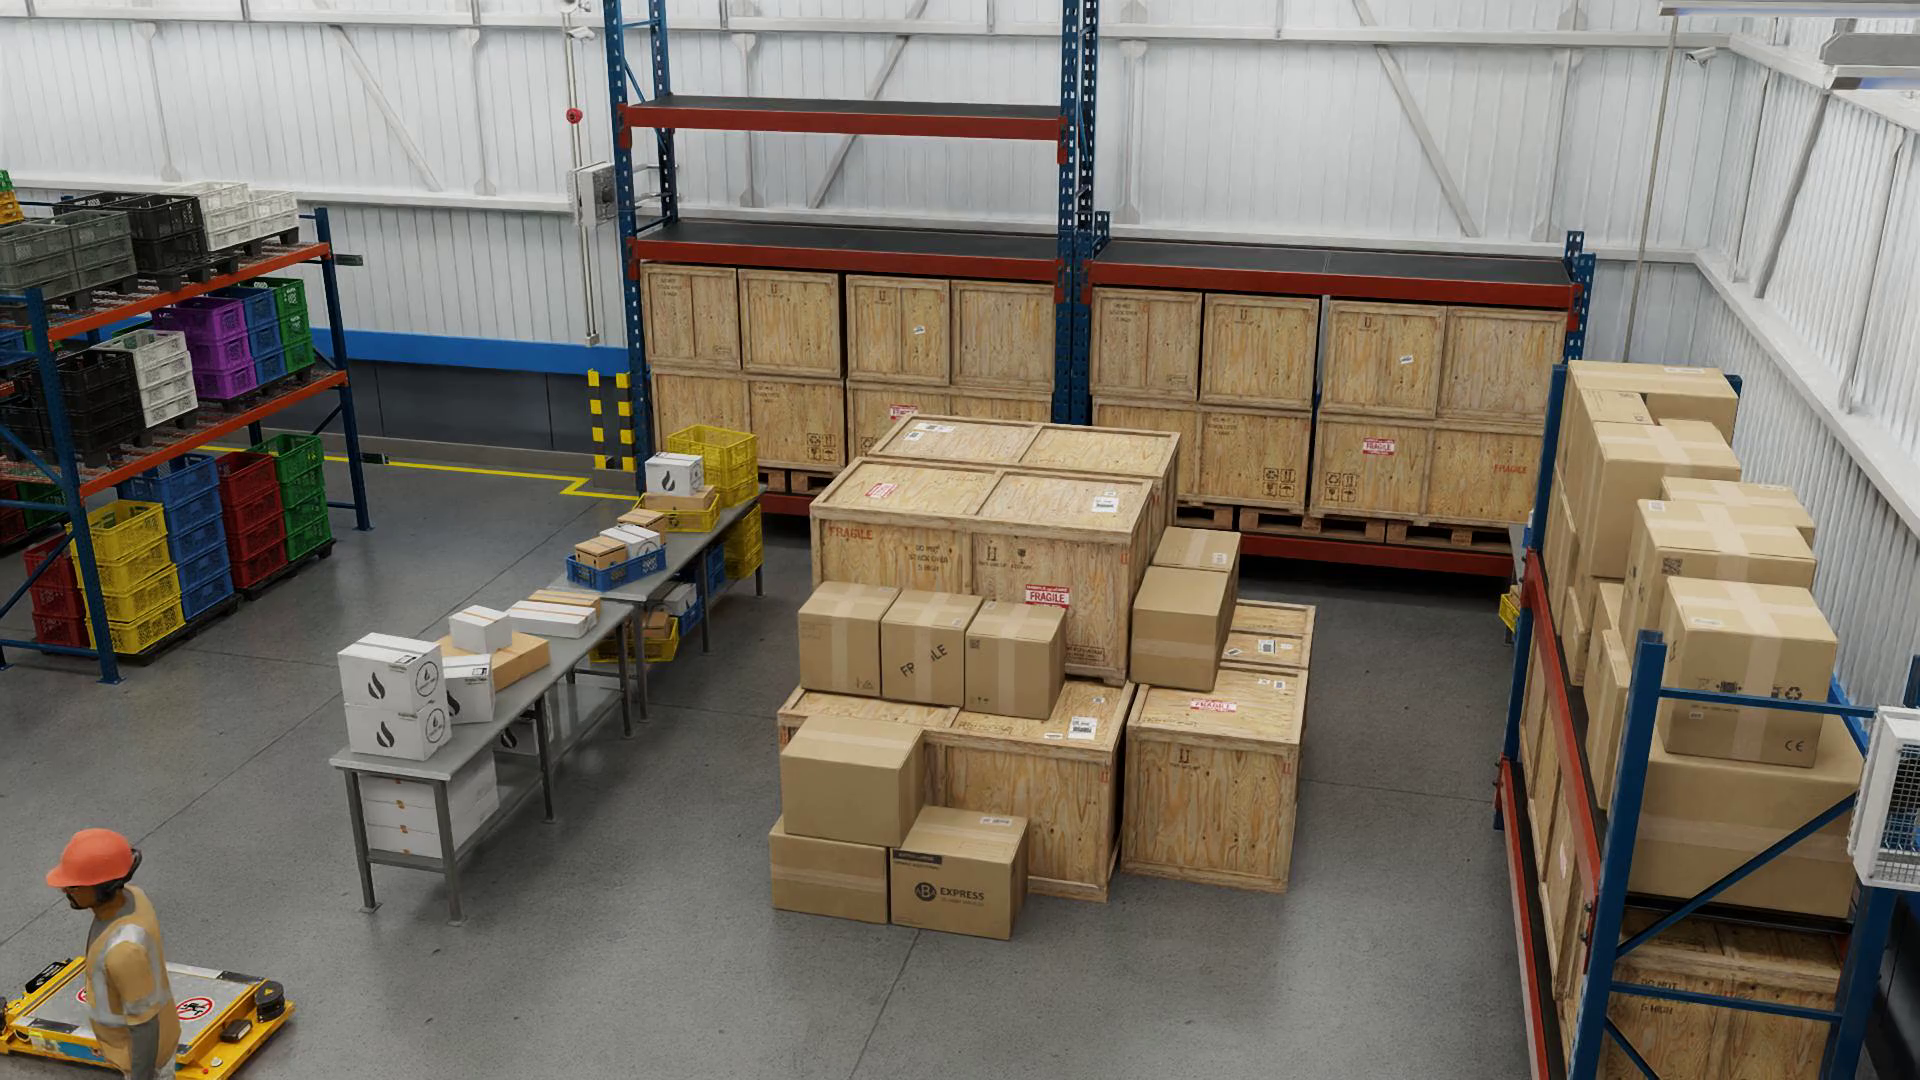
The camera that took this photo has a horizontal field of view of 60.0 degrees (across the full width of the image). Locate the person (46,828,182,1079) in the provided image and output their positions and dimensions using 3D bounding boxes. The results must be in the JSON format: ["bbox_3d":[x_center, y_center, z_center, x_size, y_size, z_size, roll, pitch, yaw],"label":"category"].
[{"bbox_3d":[-3.484,2.119,7.016,0.366,2.048,0.607,-12,24,-28],"label":"person"}]

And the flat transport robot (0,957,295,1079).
[{"bbox_3d":[-4.270,2.464,8.601,1.431,0.231,0.659,5,22,13],"label":"flat transport robot"}]
